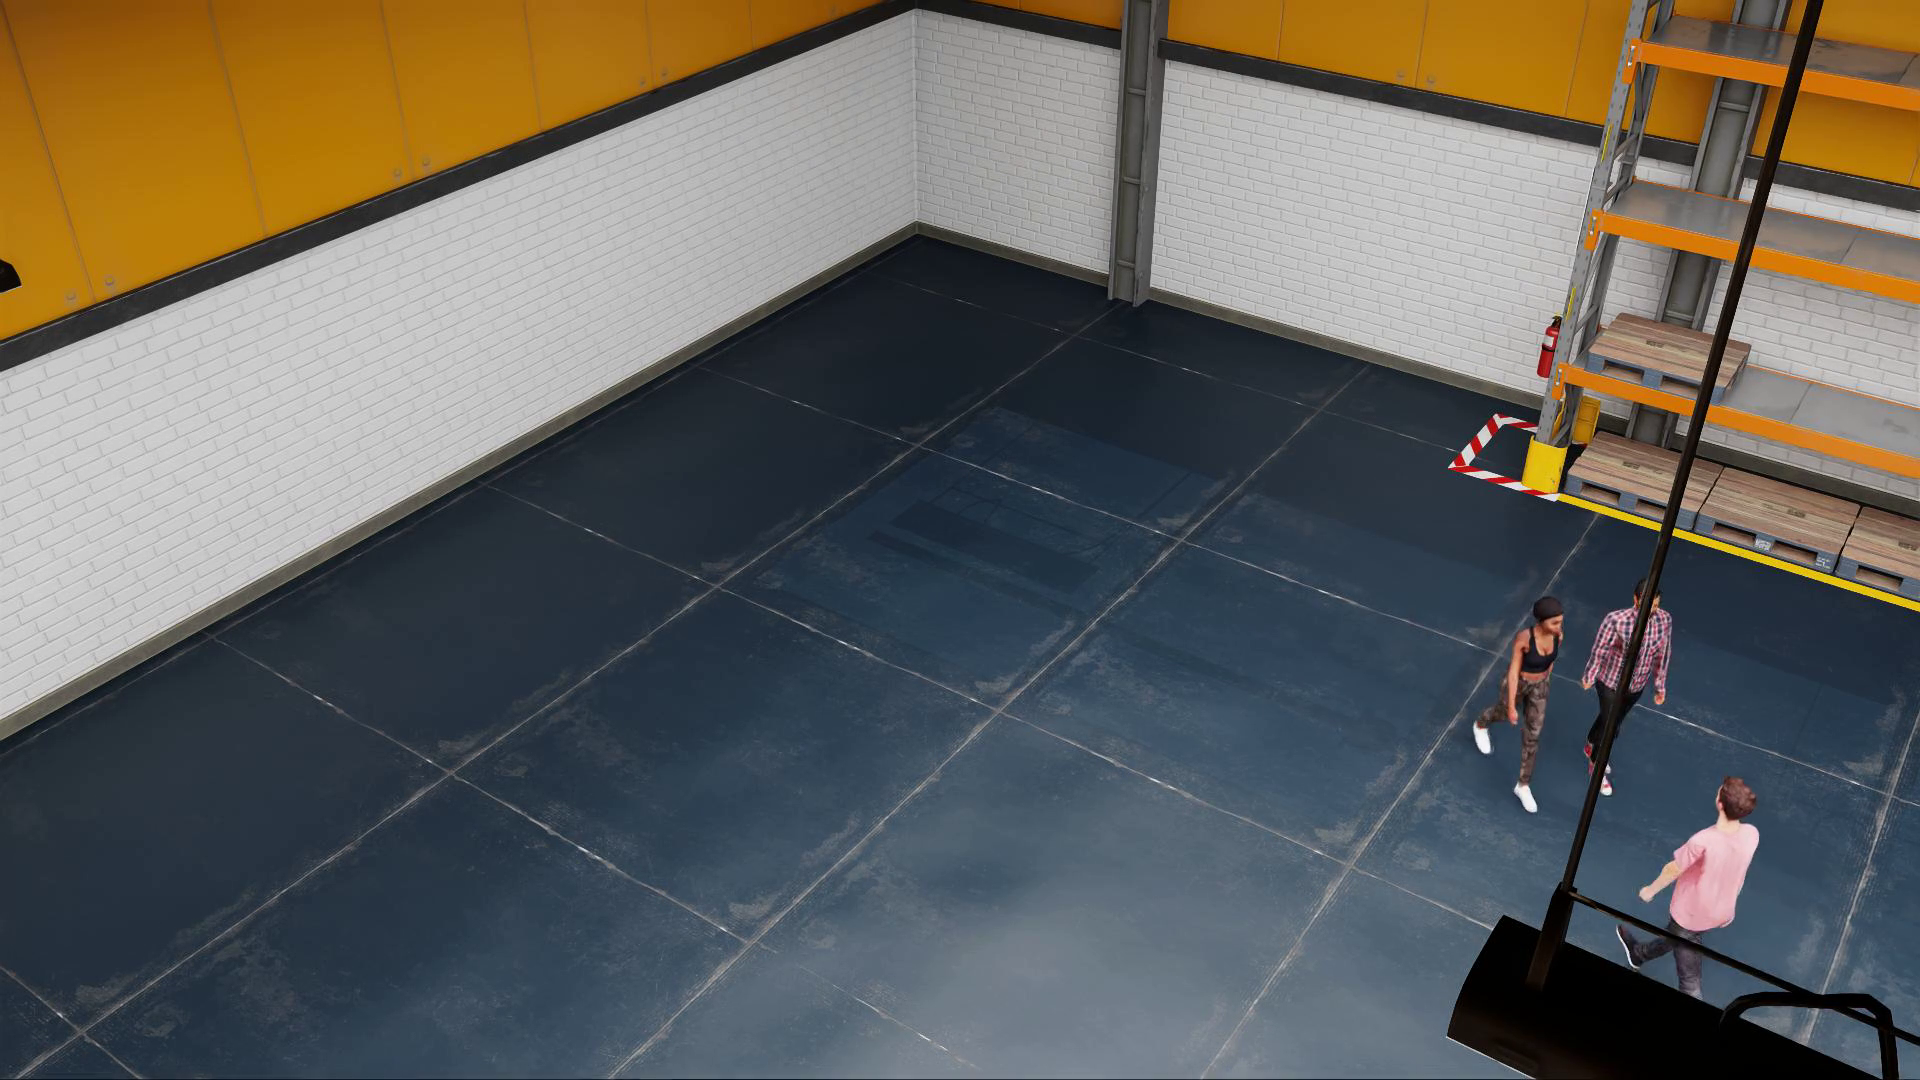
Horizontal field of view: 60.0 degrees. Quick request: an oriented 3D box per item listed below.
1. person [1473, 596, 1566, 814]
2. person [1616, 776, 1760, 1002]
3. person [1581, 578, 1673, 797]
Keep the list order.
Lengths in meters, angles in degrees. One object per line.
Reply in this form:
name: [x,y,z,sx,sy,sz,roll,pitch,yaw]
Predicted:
person: [4.078,1.065,12.183,1.069,1.653,1.156,-6,34,-9]
person: [4.520,2.321,10.062,1.075,1.909,1.265,-12,35,-17]
person: [4.838,0.973,12.242,0.892,1.740,0.952,-8,34,-11]
